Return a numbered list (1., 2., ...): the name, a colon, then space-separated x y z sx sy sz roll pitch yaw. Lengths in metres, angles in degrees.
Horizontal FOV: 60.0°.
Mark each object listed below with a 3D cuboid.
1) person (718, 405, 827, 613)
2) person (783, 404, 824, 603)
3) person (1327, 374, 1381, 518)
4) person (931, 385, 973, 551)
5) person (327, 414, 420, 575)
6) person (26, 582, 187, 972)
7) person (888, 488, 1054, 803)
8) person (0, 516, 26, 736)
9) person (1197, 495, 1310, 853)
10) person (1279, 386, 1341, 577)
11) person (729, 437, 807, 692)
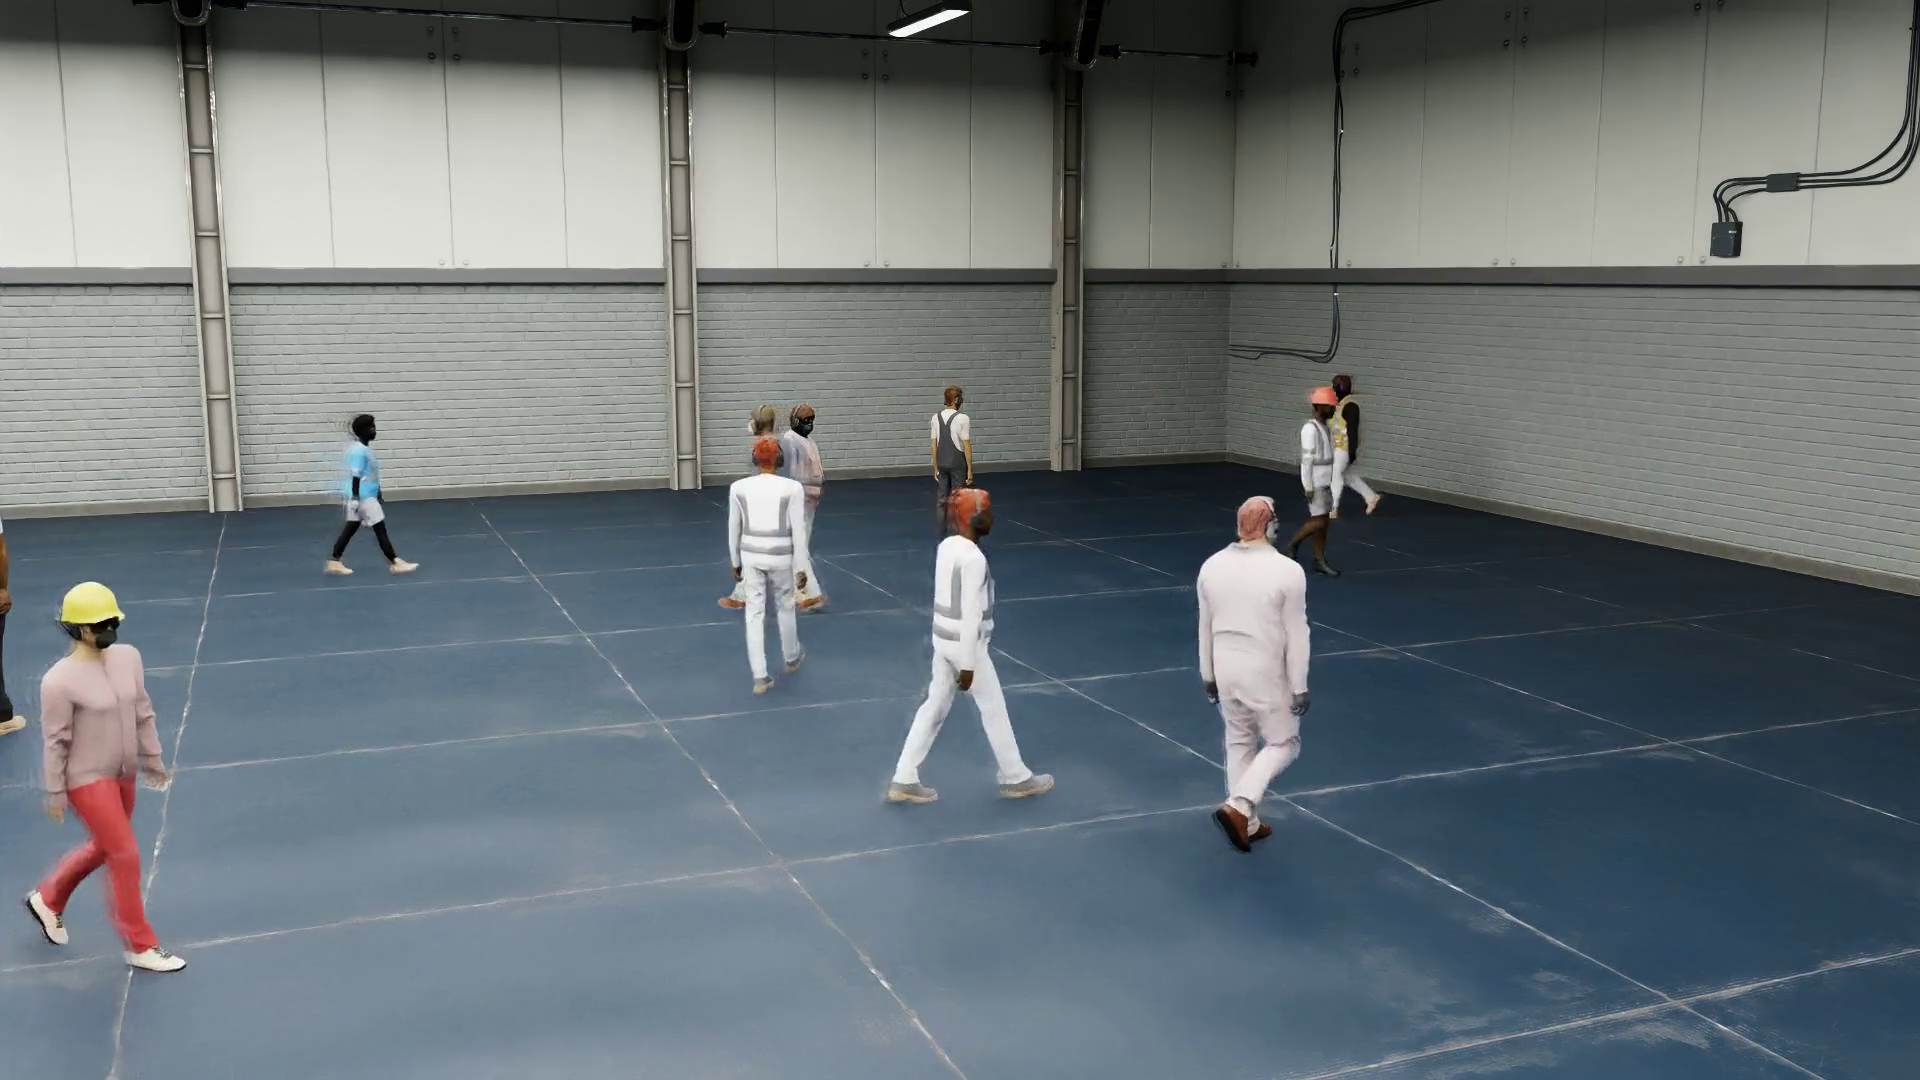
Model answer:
1. person: -1.674 -0.272 14.930 1.034 1.890 0.628 4 10 25
2. person: -1.475 -0.342 15.503 0.430 1.841 0.624 2 9 12
3. person: 4.876 -1.165 20.767 0.783 1.818 0.630 1 9 4
4. person: -0.075 -0.776 18.217 0.506 1.842 0.346 6 11 32
5. person: -5.987 -0.447 16.758 0.914 1.643 0.547 -2 9 -15
6. person: -3.821 1.018 7.299 0.834 1.729 0.519 2 9 12
7. person: 0.032 0.613 9.541 0.986 1.837 0.581 -4 10 -23
8. person: -6.561 0.284 10.931 0.682 2.000 0.538 -1 9 -4
9. person: 1.510 0.714 8.690 0.565 1.890 0.667 -9 13 -44
10. person: 3.581 -0.586 16.745 0.522 1.927 0.561 6 11 34
11. person: -1.402 0.150 12.384 0.606 1.841 0.923 1 9 6
